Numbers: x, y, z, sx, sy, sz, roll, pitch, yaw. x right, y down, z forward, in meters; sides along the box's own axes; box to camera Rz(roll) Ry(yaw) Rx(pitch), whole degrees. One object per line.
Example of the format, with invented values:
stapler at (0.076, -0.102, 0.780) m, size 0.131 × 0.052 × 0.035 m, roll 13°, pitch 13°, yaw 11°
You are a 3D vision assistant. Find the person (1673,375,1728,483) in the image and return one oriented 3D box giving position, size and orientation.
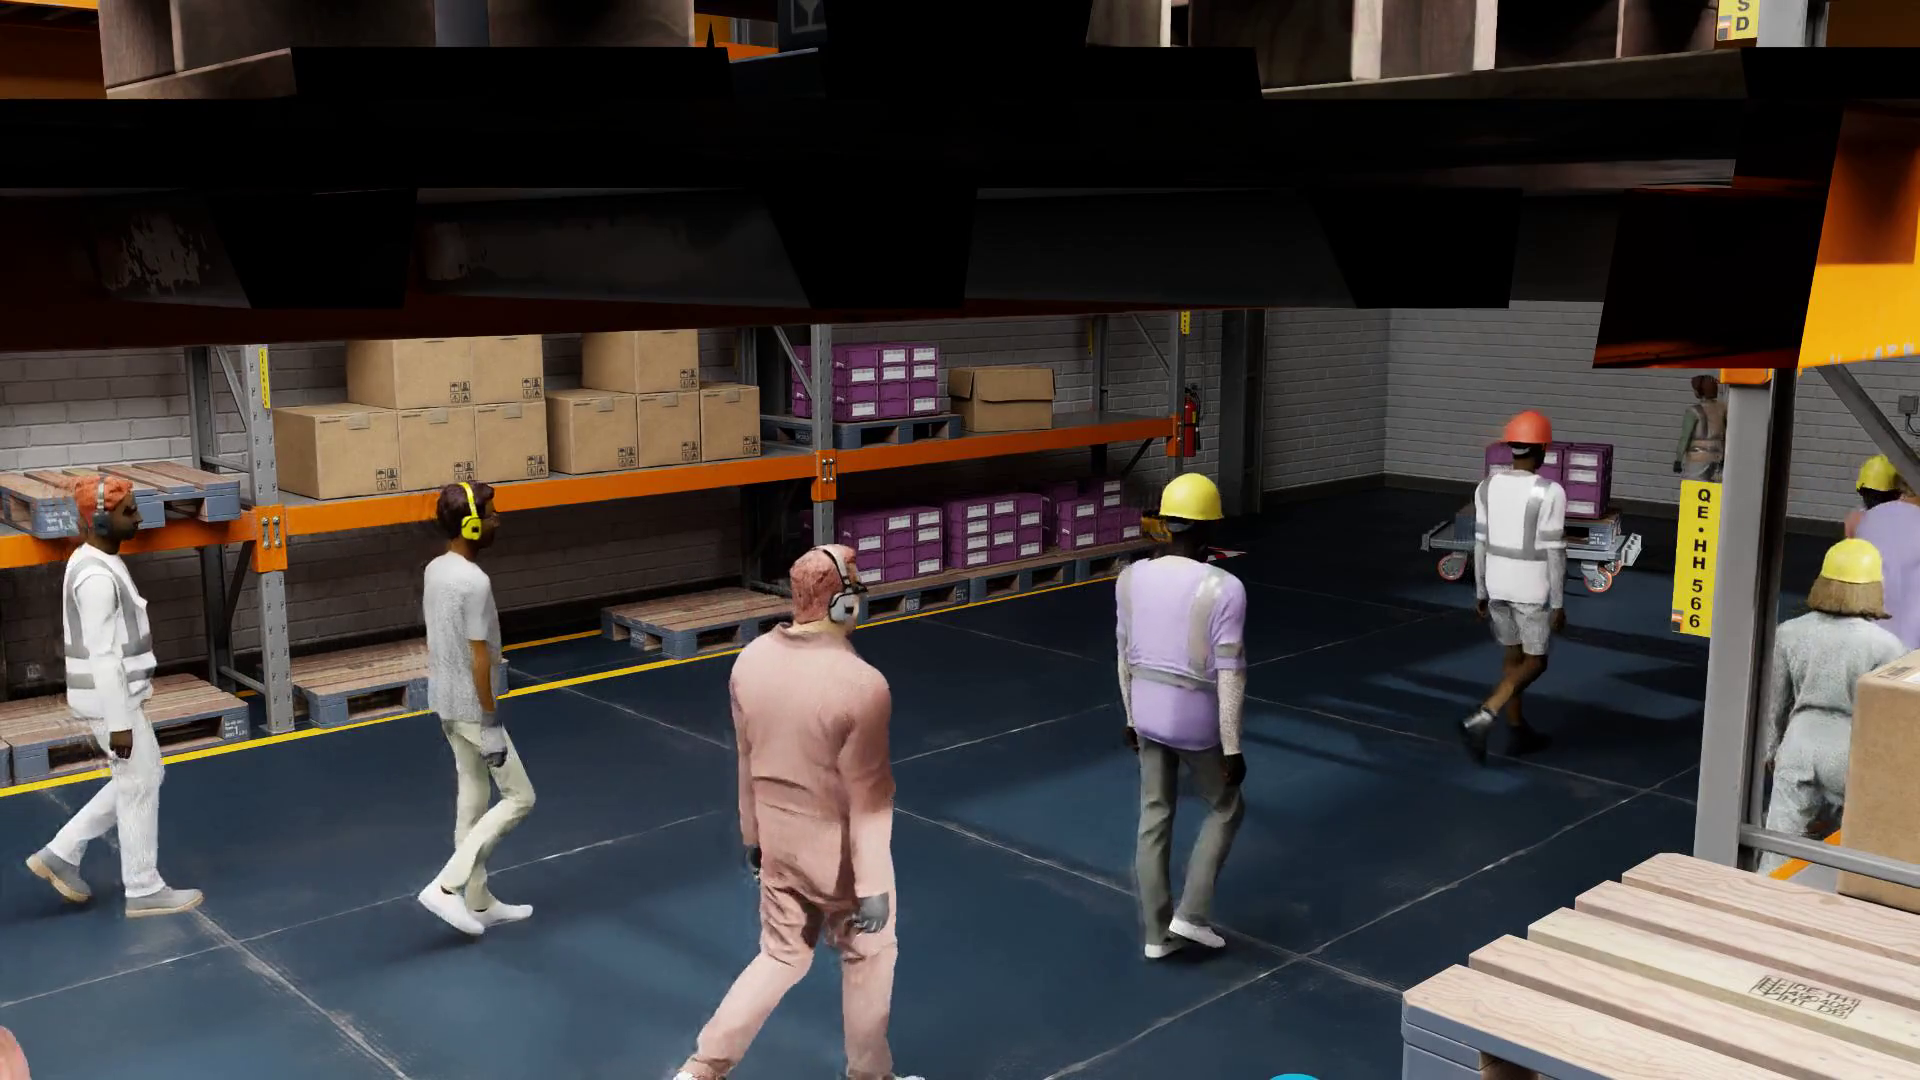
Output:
person at (6.981, -0.760, 15.817) m, size 0.541 × 1.617 × 0.615 m, roll -5°, pitch 11°, yaw -26°

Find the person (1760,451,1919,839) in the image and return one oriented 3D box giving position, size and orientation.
person at (4.286, 0.505, 7.675) m, size 1.026 × 1.896 × 0.628 m, roll -1°, pitch 10°, yaw -7°

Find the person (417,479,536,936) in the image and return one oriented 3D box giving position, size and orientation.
person at (-1.942, 0.684, 6.656) m, size 0.412 × 1.860 × 0.544 m, roll -8°, pitch 12°, yaw -38°

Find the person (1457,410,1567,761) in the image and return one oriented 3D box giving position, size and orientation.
person at (2.975, 0.263, 8.953) m, size 0.723 × 1.922 × 0.560 m, roll -6°, pitch 11°, yaw -32°

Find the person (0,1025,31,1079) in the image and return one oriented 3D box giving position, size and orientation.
person at (-1.697, 1.369, 2.398) m, size 0.750 × 1.965 × 0.365 m, roll -7°, pitch 12°, yaw -37°

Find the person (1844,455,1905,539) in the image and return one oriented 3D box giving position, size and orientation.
person at (4.871, 0.400, 8.726) m, size 0.741 × 1.727 × 0.537 m, roll -2°, pitch 10°, yaw -12°

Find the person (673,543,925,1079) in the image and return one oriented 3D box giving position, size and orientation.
person at (-0.479, 0.949, 5.077) m, size 0.651 × 1.879 × 0.833 m, roll 9°, pitch 13°, yaw 41°

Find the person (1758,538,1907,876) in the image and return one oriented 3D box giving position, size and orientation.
person at (3.253, 0.833, 6.261) m, size 0.891 × 1.698 × 0.501 m, roll -9°, pitch 13°, yaw -42°

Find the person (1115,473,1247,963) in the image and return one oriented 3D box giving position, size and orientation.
person at (0.878, 0.694, 6.444) m, size 0.622 × 1.909 × 0.458 m, roll 8°, pitch 13°, yaw 41°

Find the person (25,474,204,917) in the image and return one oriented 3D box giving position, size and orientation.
person at (-3.498, 0.657, 6.798) m, size 0.549 × 1.866 × 0.593 m, roll -5°, pitch 11°, yaw -25°
